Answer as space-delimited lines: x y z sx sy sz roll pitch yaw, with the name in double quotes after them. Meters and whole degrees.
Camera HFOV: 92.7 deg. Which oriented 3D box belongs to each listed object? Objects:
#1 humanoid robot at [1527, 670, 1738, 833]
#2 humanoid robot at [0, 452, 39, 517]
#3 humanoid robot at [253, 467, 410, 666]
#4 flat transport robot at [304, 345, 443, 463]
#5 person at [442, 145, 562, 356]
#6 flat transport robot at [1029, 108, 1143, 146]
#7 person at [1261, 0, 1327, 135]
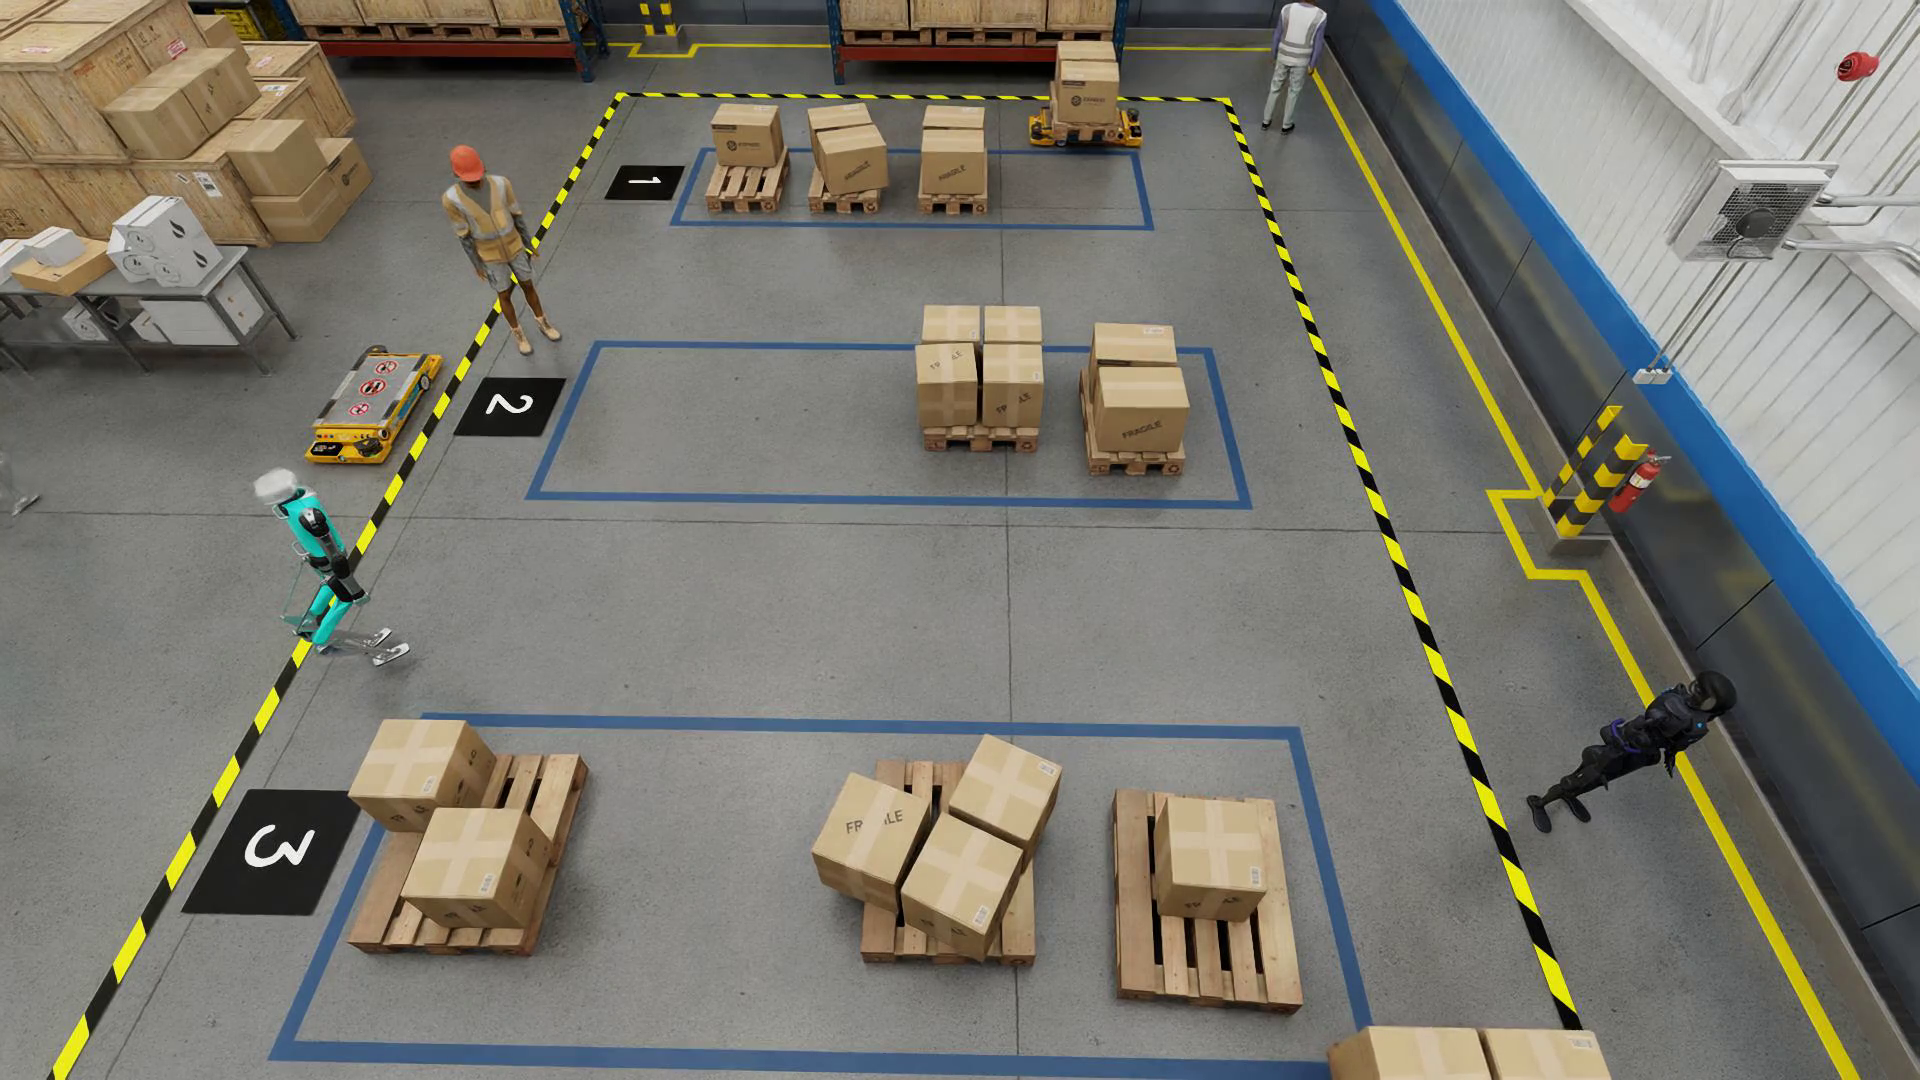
3.949 1.251 5.376 0.599 1.657 0.315 -8 50 -7 "humanoid robot"
-7.874 -0.725 7.041 0.560 1.792 0.777 36 58 26 "humanoid robot"
-4.299 0.304 6.060 0.533 1.677 0.735 34 58 25 "humanoid robot"
-5.383 -1.269 8.441 0.659 0.231 1.431 1 50 1 "flat transport robot"
-4.216 -2.653 8.458 0.604 2.033 0.394 -34 58 -25 "person"
1.622 -5.376 11.898 1.431 0.197 0.652 1 50 1 "flat transport robot"
4.175 -6.027 11.443 0.601 1.827 0.404 25 54 20 "person"
